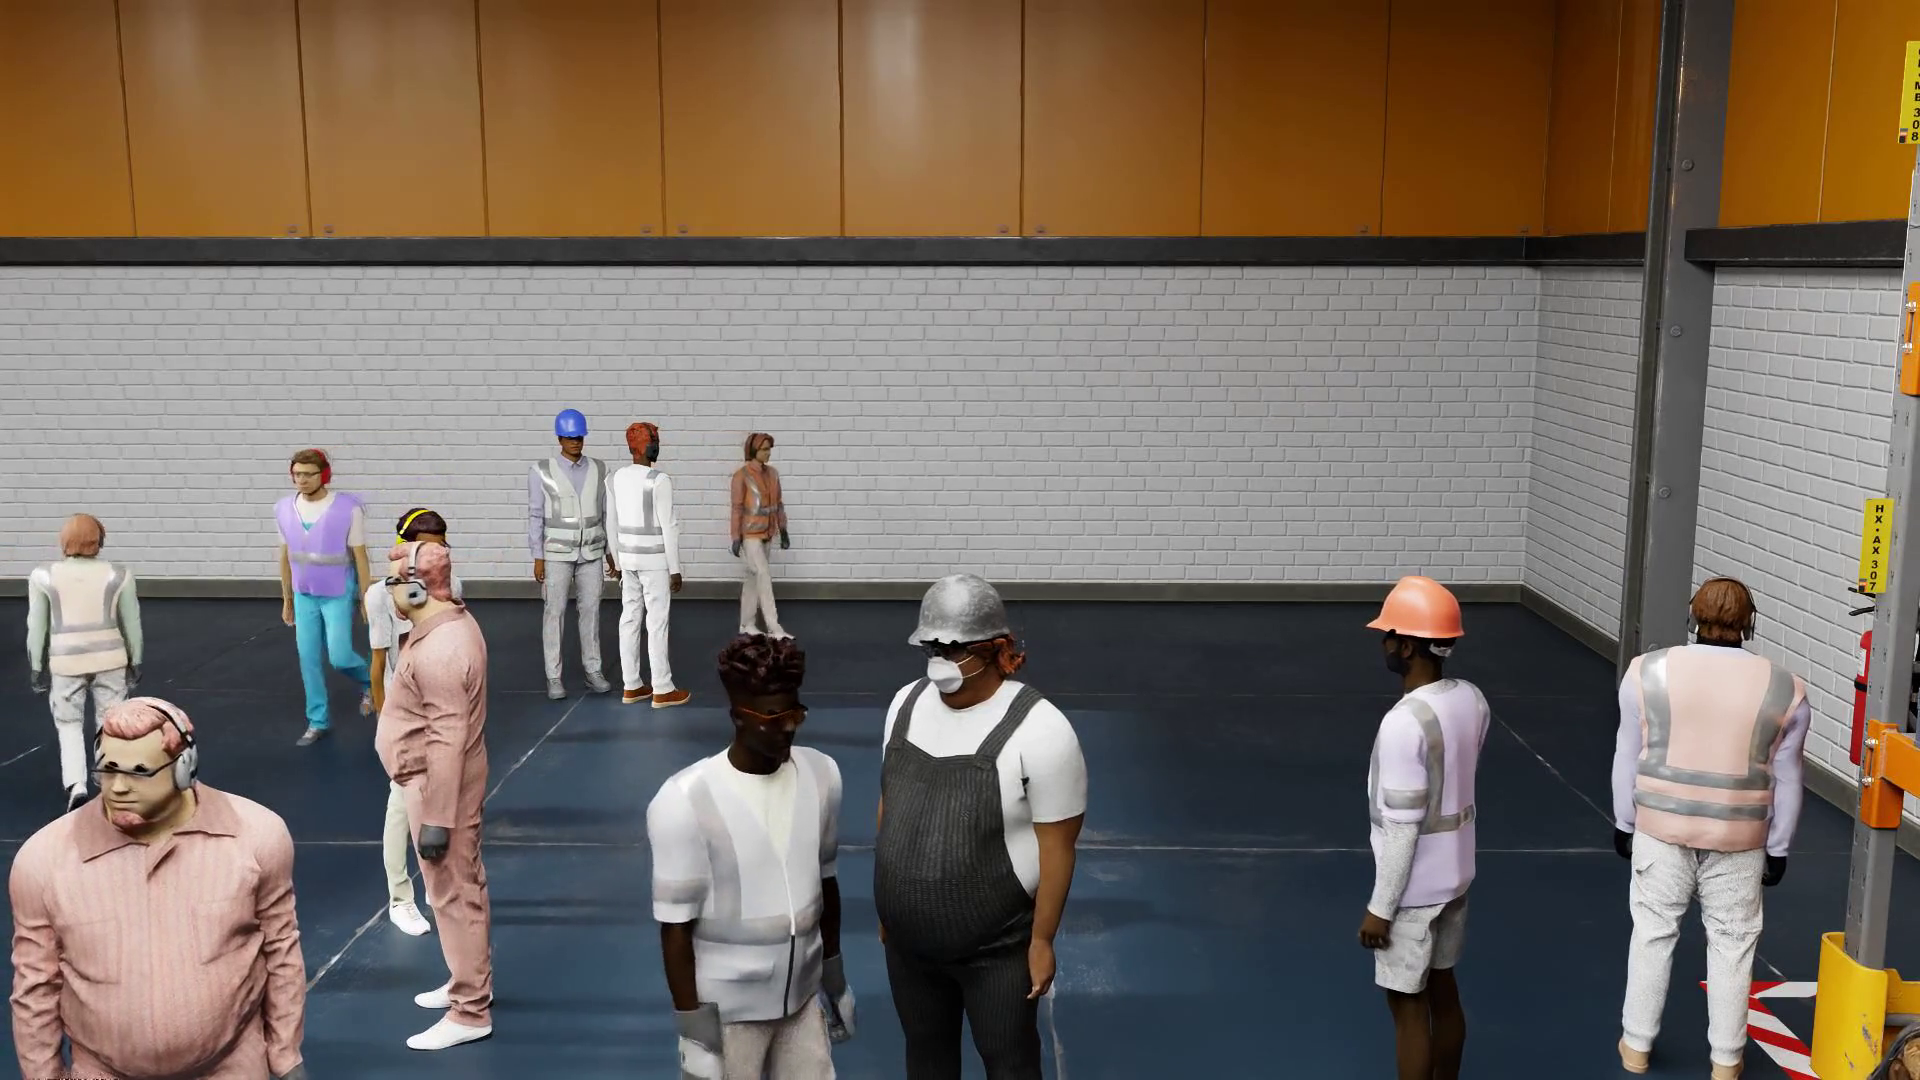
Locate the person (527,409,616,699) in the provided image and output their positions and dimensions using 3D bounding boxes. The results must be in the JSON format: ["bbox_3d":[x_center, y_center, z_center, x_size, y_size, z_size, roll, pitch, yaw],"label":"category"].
[{"bbox_3d":[-2.607,0.086,11.229,0.604,1.949,0.389,-6,11,-33],"label":"person"}]

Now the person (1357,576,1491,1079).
[{"bbox_3d":[1.452,1.074,5.343,0.366,1.939,0.542,8,13,41],"label":"person"}]

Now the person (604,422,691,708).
[{"bbox_3d":[-2.066,0.165,10.963,0.574,1.880,0.355,6,11,31],"label":"person"}]

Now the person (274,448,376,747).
[{"bbox_3d":[-3.840,0.327,10.186,0.559,1.830,0.575,2,10,12],"label":"person"}]

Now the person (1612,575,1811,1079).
[{"bbox_3d":[2.642,1.032,5.923,0.621,1.836,0.429,4,10,23],"label":"person"}]

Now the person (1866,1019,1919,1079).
[{"bbox_3d":[1.431,1.589,2.542,0.517,1.843,0.326,3,10,19],"label":"person"}]

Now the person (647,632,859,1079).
[{"bbox_3d":[-0.536,1.203,4.491,0.643,1.965,0.383,-9,13,-42],"label":"person"}]

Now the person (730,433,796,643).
[{"bbox_3d":[-1.456,-0.010,12.775,0.724,1.610,0.540,5,11,28],"label":"person"}]

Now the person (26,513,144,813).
[{"bbox_3d":[-4.557,0.674,8.687,0.555,1.621,0.408,-5,11,-25],"label":"person"}]

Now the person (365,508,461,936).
[{"bbox_3d":[-2.357,0.780,7.335,0.330,1.865,0.518,6,11,33],"label":"person"}]

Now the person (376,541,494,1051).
[{"bbox_3d":[-1.963,0.943,6.233,0.402,1.904,0.651,-2,10,-12],"label":"person"}]

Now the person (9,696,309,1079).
[{"bbox_3d":[-1.921,1.308,4.050,0.645,1.903,0.400,-5,11,-26],"label":"person"}]
